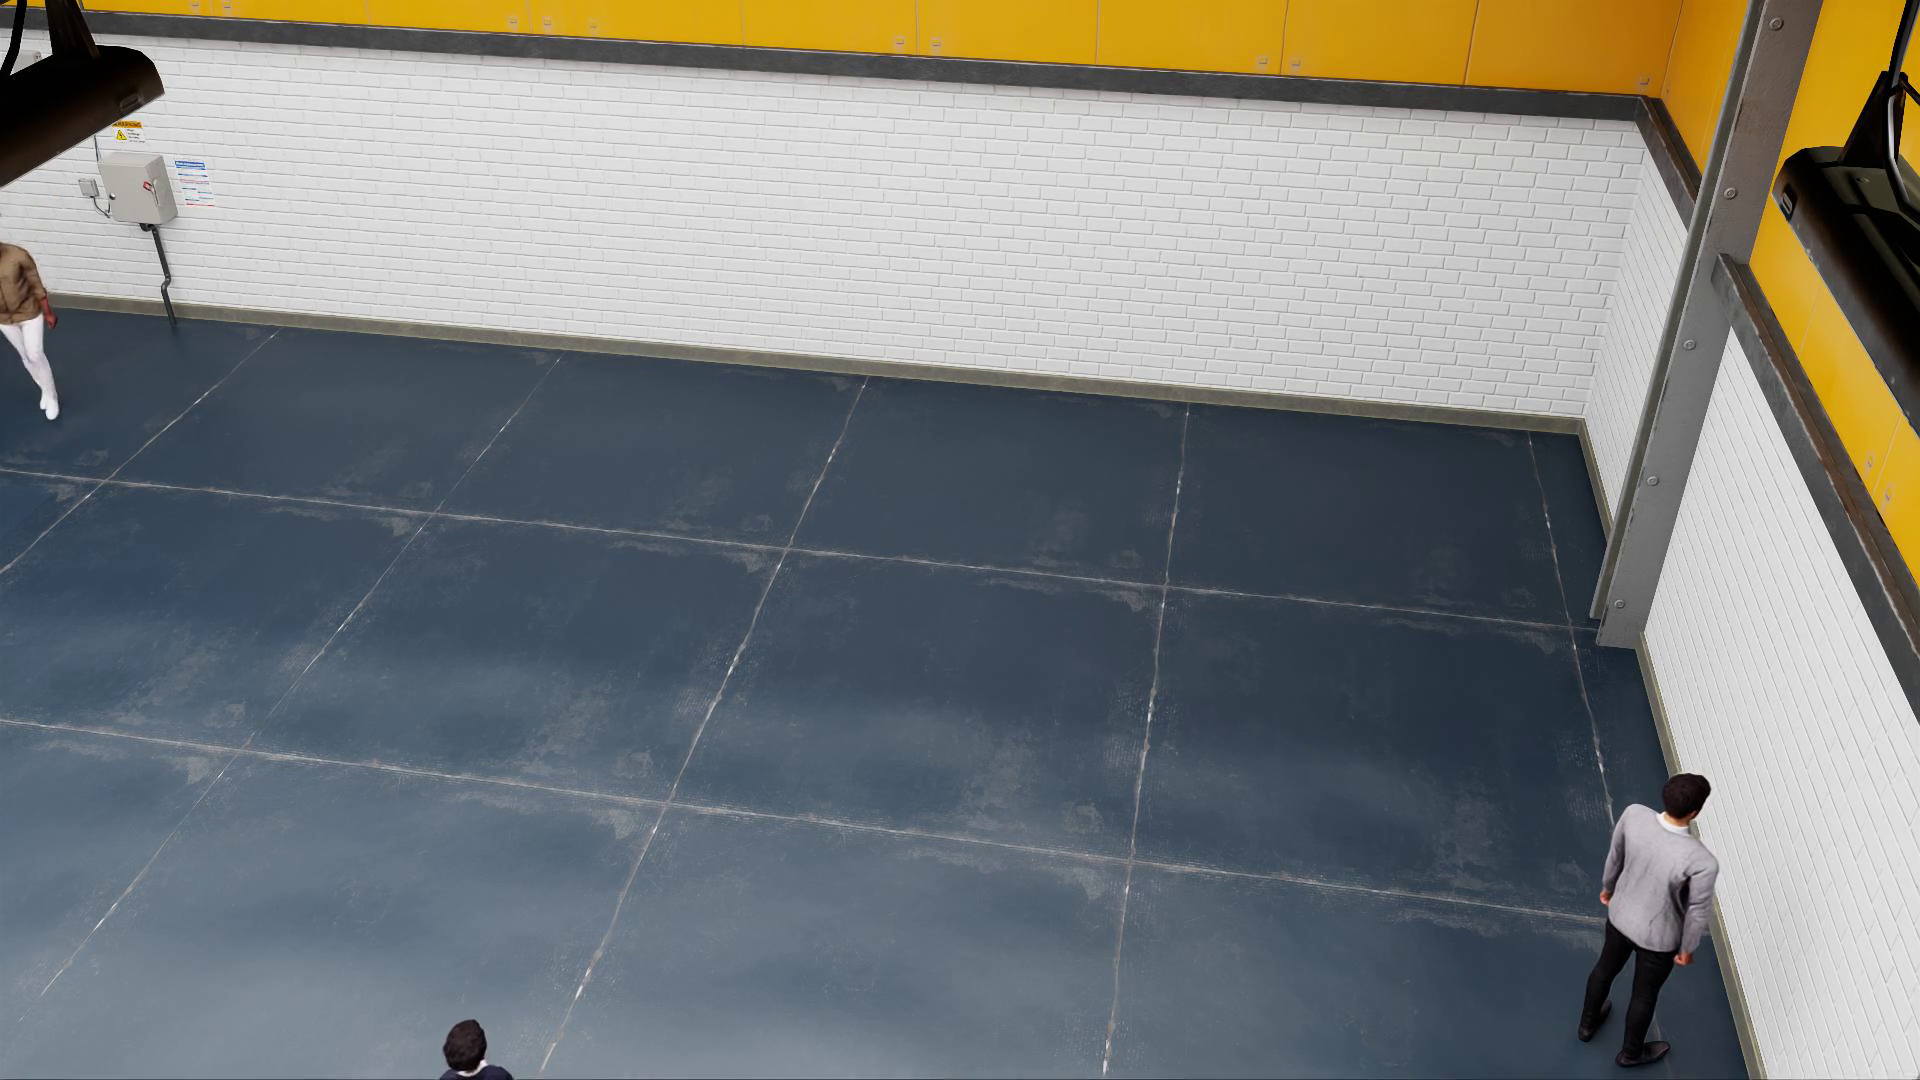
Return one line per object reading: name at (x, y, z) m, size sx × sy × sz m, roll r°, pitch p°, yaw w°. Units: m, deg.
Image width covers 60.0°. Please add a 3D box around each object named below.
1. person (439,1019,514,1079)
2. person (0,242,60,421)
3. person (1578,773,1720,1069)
person at (-2.302, 2.786, 8.023) m, size 0.557 × 1.224 × 0.561 m, roll -3°, pitch 34°, yaw -5°
person at (-8.300, -2.008, 14.709) m, size 0.887 × 1.807 × 0.915 m, roll -5°, pitch 34°, yaw -8°
person at (3.556, 1.963, 8.630) m, size 0.889 × 1.923 × 0.822 m, roll -20°, pitch 39°, yaw -27°
